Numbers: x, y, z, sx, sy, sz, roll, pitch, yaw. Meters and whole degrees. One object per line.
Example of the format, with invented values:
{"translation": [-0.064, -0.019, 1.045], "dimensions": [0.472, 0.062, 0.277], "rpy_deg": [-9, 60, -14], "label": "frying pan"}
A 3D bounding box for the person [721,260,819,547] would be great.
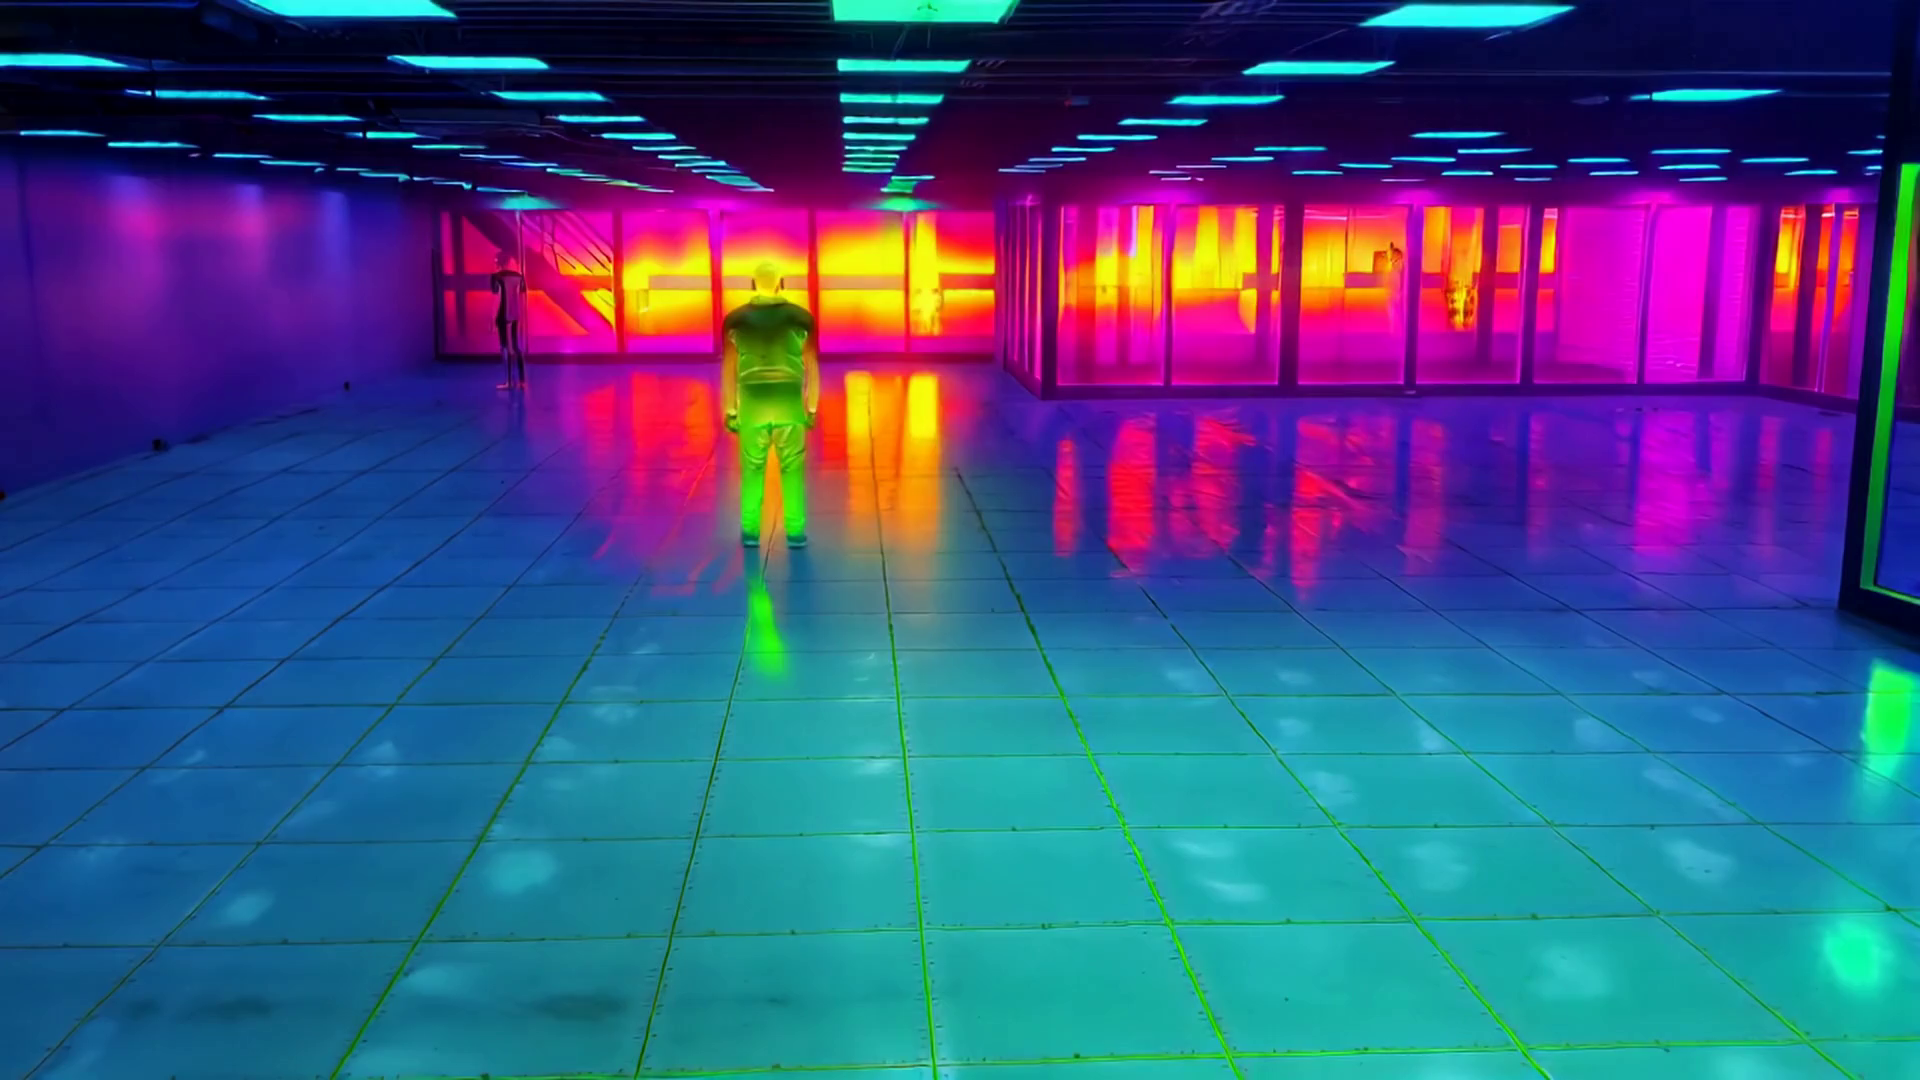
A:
{"translation": [-1.251, -0.891, 11.023], "dimensions": [0.646, 1.899, 0.400], "rpy_deg": [0, 11, 0], "label": "person"}

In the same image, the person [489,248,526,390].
{"translation": [-5.985, -2.913, 22.001], "dimensions": [0.508, 1.874, 0.329], "rpy_deg": [-10, 14, -42], "label": "person"}
